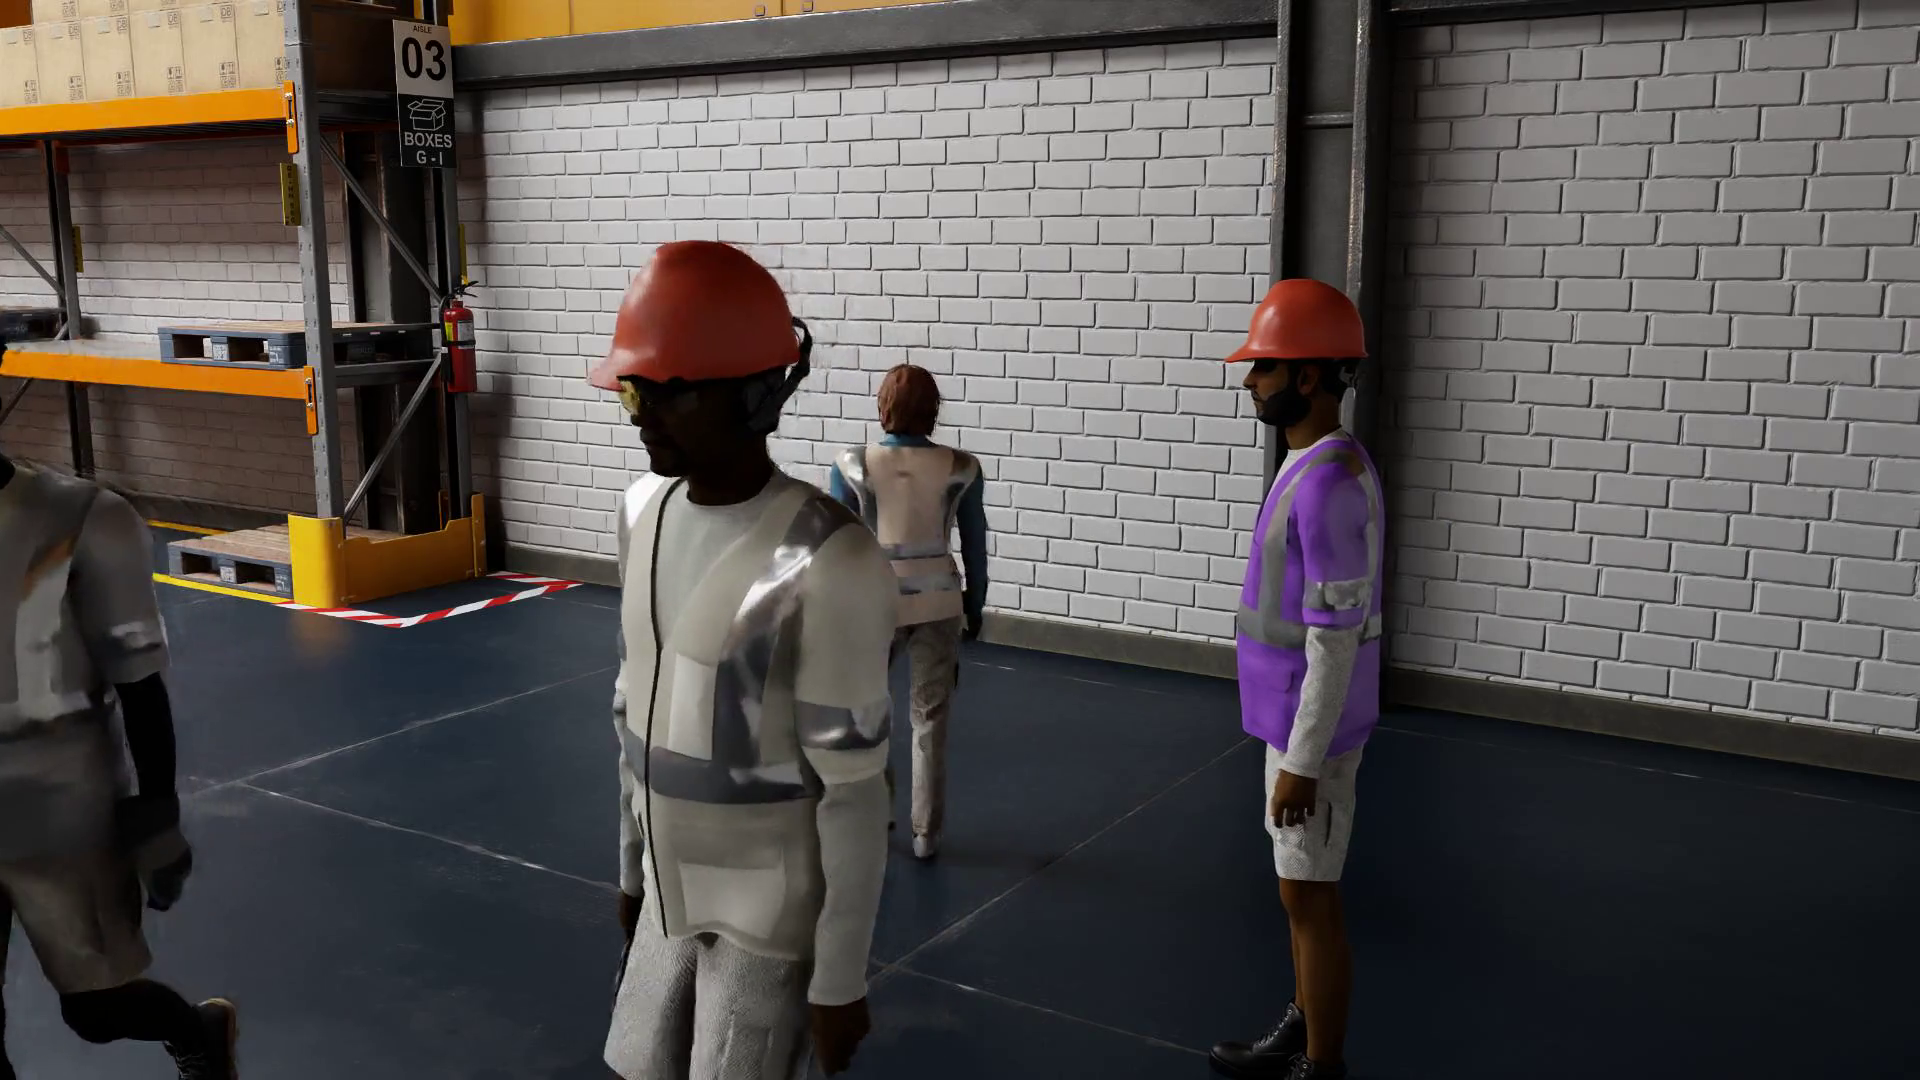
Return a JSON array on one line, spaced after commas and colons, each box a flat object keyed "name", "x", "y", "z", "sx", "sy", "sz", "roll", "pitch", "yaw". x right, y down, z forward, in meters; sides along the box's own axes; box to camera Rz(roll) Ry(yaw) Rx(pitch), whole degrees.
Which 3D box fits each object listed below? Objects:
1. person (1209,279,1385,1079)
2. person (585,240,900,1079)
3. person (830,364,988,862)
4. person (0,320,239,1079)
[{"name": "person", "x": 0.752, "y": 0.393, "z": 3.737, "sx": 0.358, "sy": 1.938, "sz": 0.548, "roll": 1, "pitch": 10, "yaw": 8}, {"name": "person", "x": -0.301, "y": 0.546, "z": 2.664, "sx": 0.625, "sy": 2.024, "sz": 0.636, "roll": -9, "pitch": 13, "yaw": -40}, {"name": "person", "x": -0.172, "y": 0.242, "z": 5.448, "sx": 0.538, "sy": 1.625, "sz": 0.394, "roll": -1, "pitch": 10, "yaw": -6}, {"name": "person", "x": -1.767, "y": 0.489, "z": 3.205, "sx": 0.636, "sy": 1.939, "sz": 0.818, "roll": 0, "pitch": 10, "yaw": 2}]
